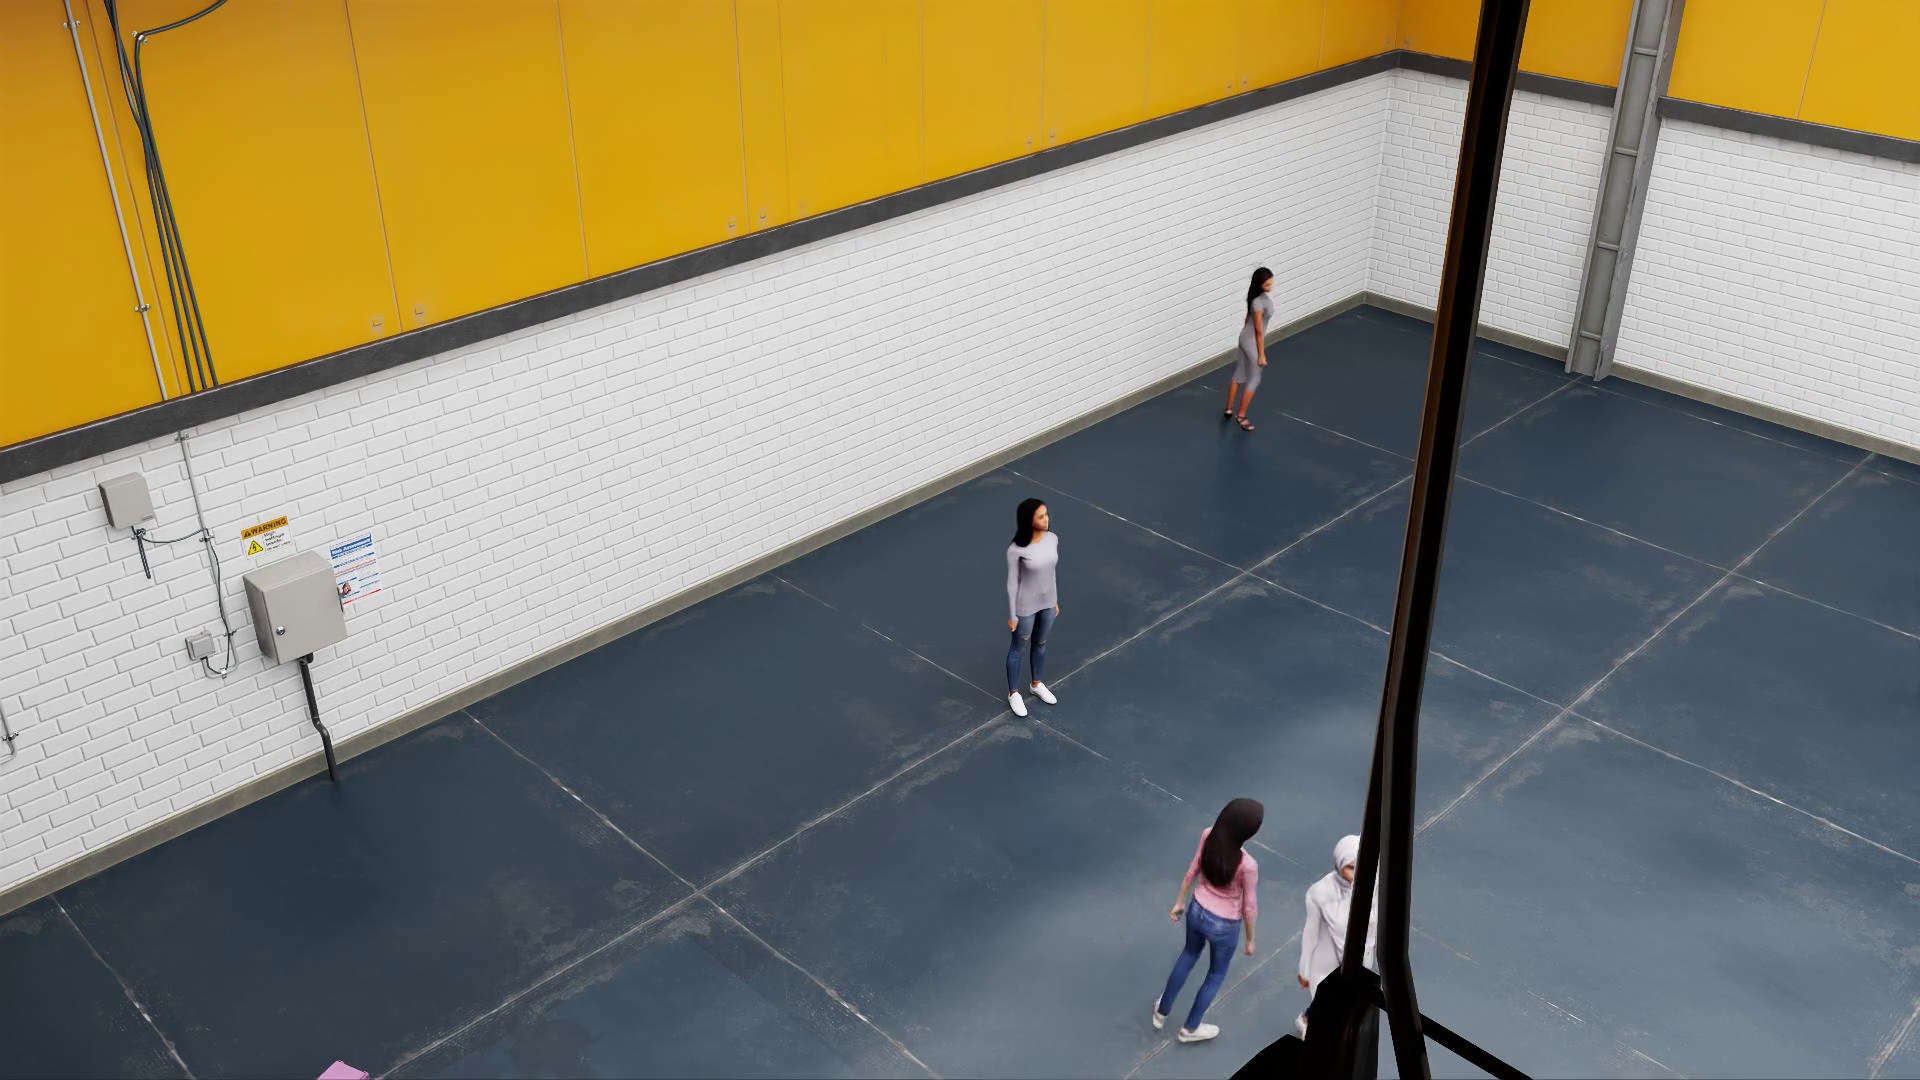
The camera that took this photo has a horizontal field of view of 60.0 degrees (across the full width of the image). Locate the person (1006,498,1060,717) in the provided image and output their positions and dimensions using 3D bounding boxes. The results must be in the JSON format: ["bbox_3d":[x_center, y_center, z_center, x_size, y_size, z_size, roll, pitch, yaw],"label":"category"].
[{"bbox_3d":[0.531,0.473,12.374,0.645,1.734,0.582,-18,34,-30],"label":"person"}]

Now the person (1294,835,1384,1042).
[{"bbox_3d":[2.047,2.284,9.053,1.050,1.735,1.225,-5,29,-9],"label":"person"}]

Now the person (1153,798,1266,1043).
[{"bbox_3d":[1.371,2.142,9.336,0.561,1.713,0.780,19,34,31],"label":"person"}]

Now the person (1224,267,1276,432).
[{"bbox_3d":[2.895,-1.952,16.798,0.862,1.755,0.793,-6,29,-11],"label":"person"}]
